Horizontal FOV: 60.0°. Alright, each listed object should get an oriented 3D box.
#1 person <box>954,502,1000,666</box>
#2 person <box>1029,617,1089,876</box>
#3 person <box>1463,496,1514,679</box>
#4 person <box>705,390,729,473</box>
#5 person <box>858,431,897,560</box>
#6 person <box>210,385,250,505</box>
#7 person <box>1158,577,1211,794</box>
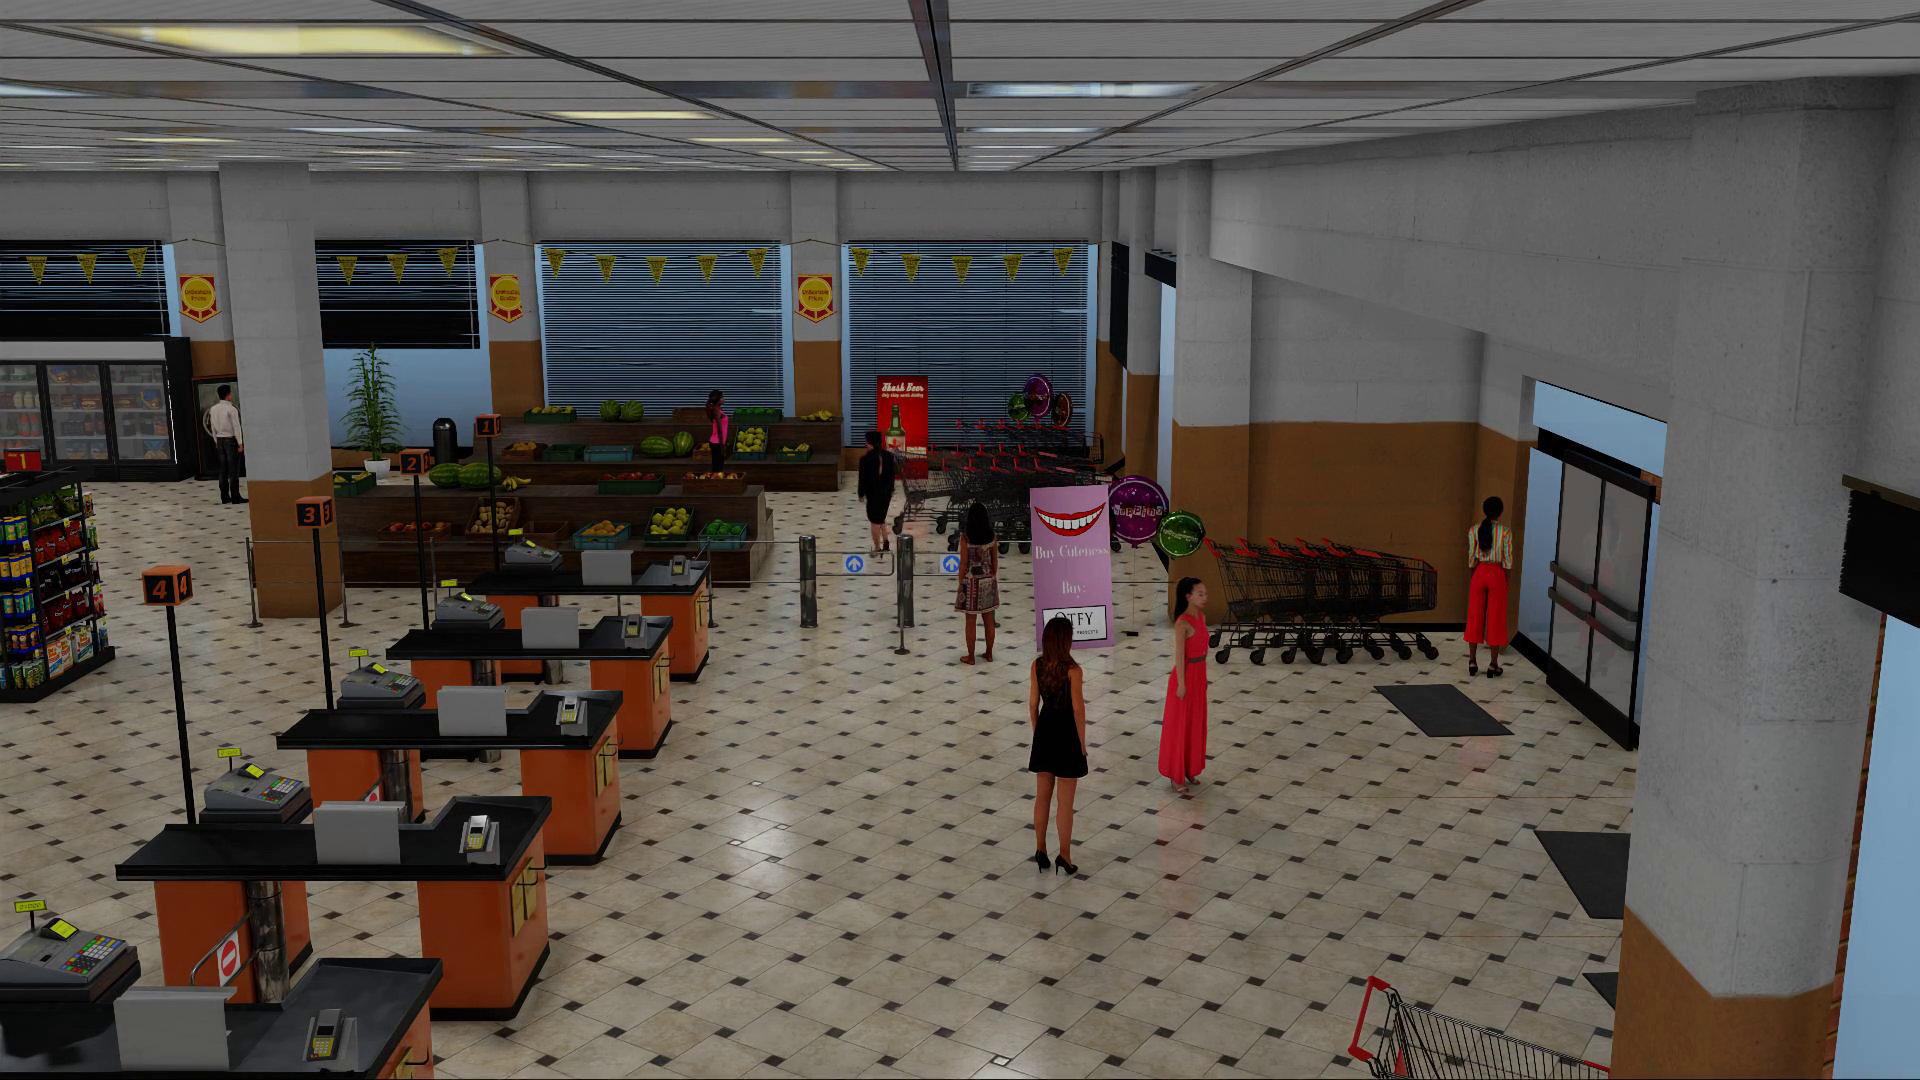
[{"bbox_3d":[0.177,0.428,16.748,0.642,1.645,0.784,-6,13,-27],"label":"person"},{"bbox_3d":[0.669,1.427,11.543,0.630,1.834,0.725,8,14,32],"label":"person"},{"bbox_3d":[5.173,0.451,16.276,0.632,1.794,0.735,7,14,31],"label":"person"},{"bbox_3d":[-3.715,-1.441,25.436,0.628,1.722,0.618,-3,12,-15],"label":"person"},{"bbox_3d":[-1.018,-0.557,21.380,0.820,1.663,0.895,-10,15,-39],"label":"person"},{"bbox_3d":[-11.144,-1.458,25.305,0.619,1.809,0.794,5,13,21],"label":"person"},{"bbox_3d":[1.816,1.135,13.194,0.750,1.725,0.716,8,15,35],"label":"person"}]
